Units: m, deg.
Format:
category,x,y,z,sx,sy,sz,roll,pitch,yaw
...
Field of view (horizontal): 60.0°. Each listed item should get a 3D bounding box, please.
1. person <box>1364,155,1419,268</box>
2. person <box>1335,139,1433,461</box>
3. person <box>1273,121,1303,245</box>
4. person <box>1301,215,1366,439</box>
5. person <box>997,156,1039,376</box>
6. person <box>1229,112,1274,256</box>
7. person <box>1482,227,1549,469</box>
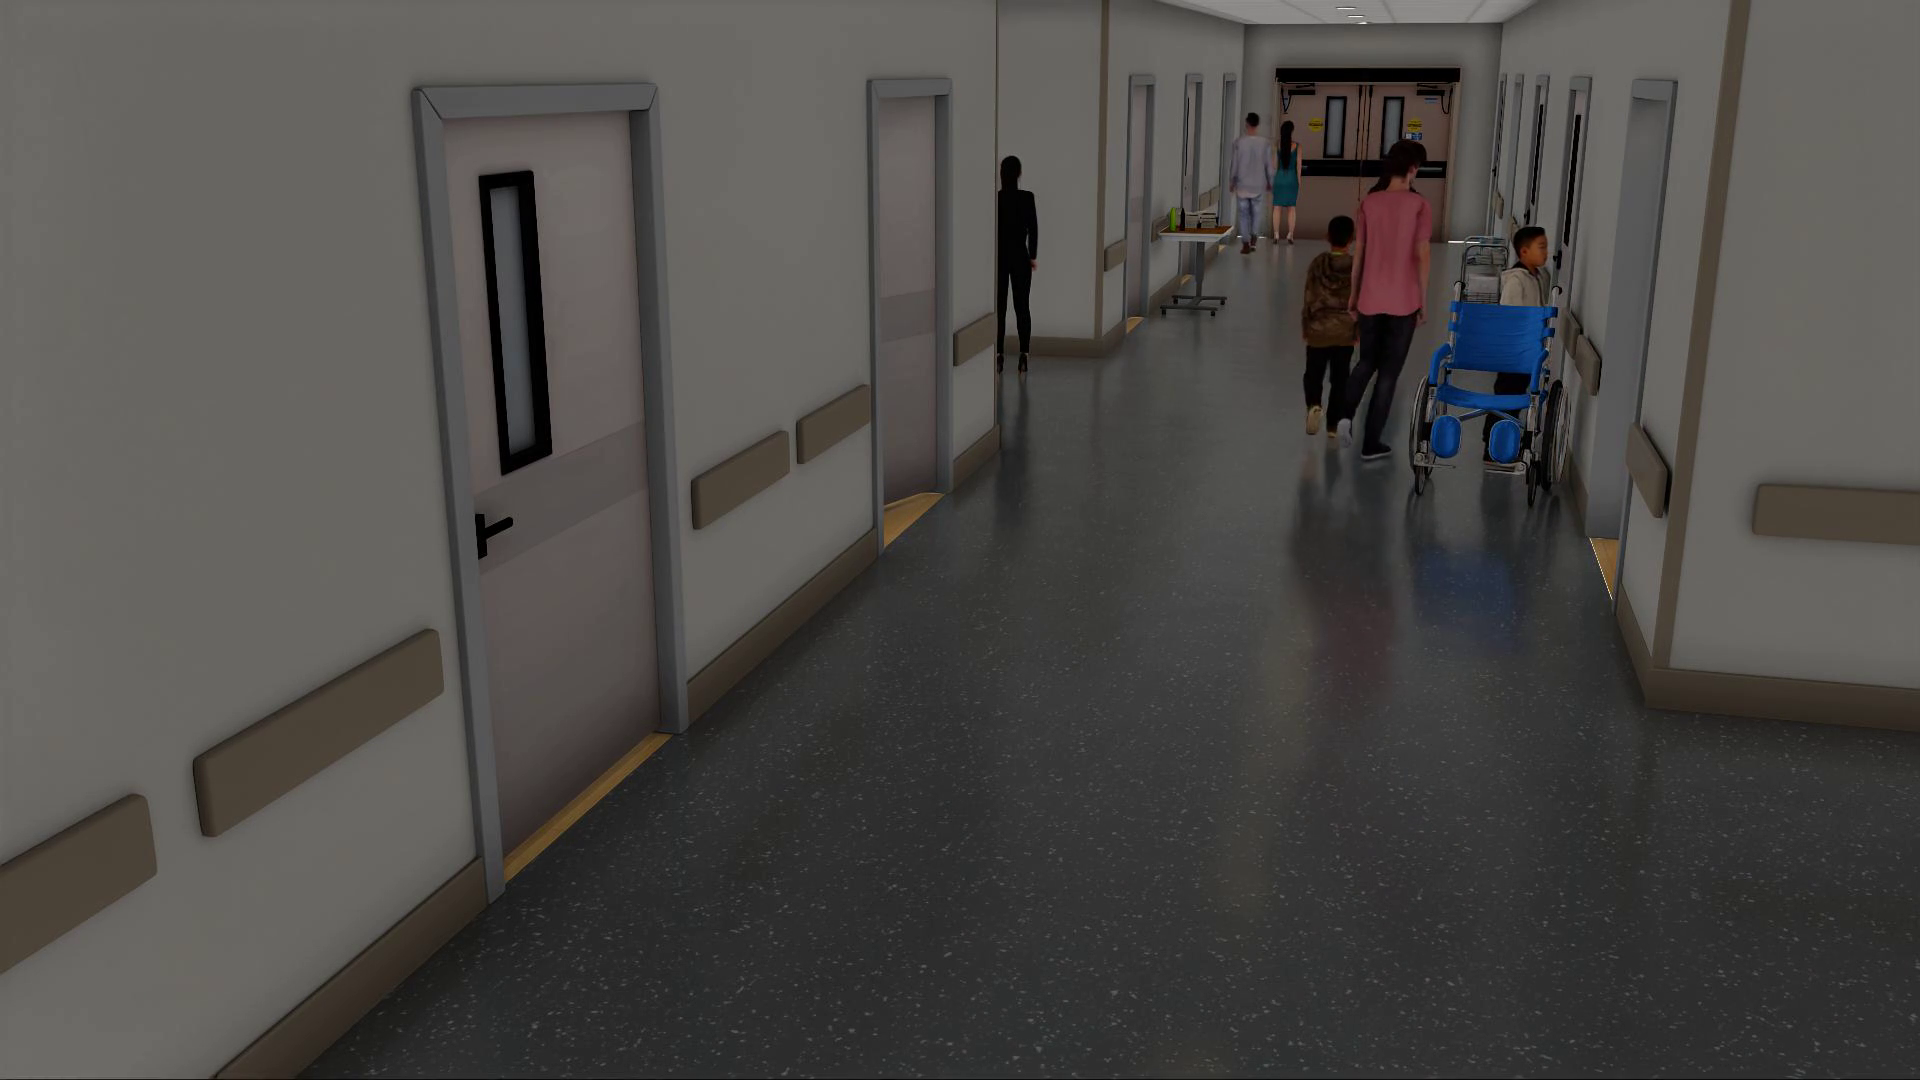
category,x,y,z,sx,sy,sz,roll,pitch,yaw
person,3.439,-2.237,13.440,0.597,1.694,1.064,4,16,14
person,2.561,-1.416,10.073,0.788,1.942,0.911,9,18,30
person,4.539,-4.972,23.157,0.547,1.687,0.485,3,16,12
person,2.404,-1.356,10.776,0.571,1.446,0.735,4,16,14
person,0.401,-2.189,13.240,0.641,1.711,0.612,-2,16,-7
person,3.787,-4.615,21.645,0.780,1.820,0.716,0,16,0
person,3.395,-1.178,10.133,0.705,1.451,0.582,14,21,40
